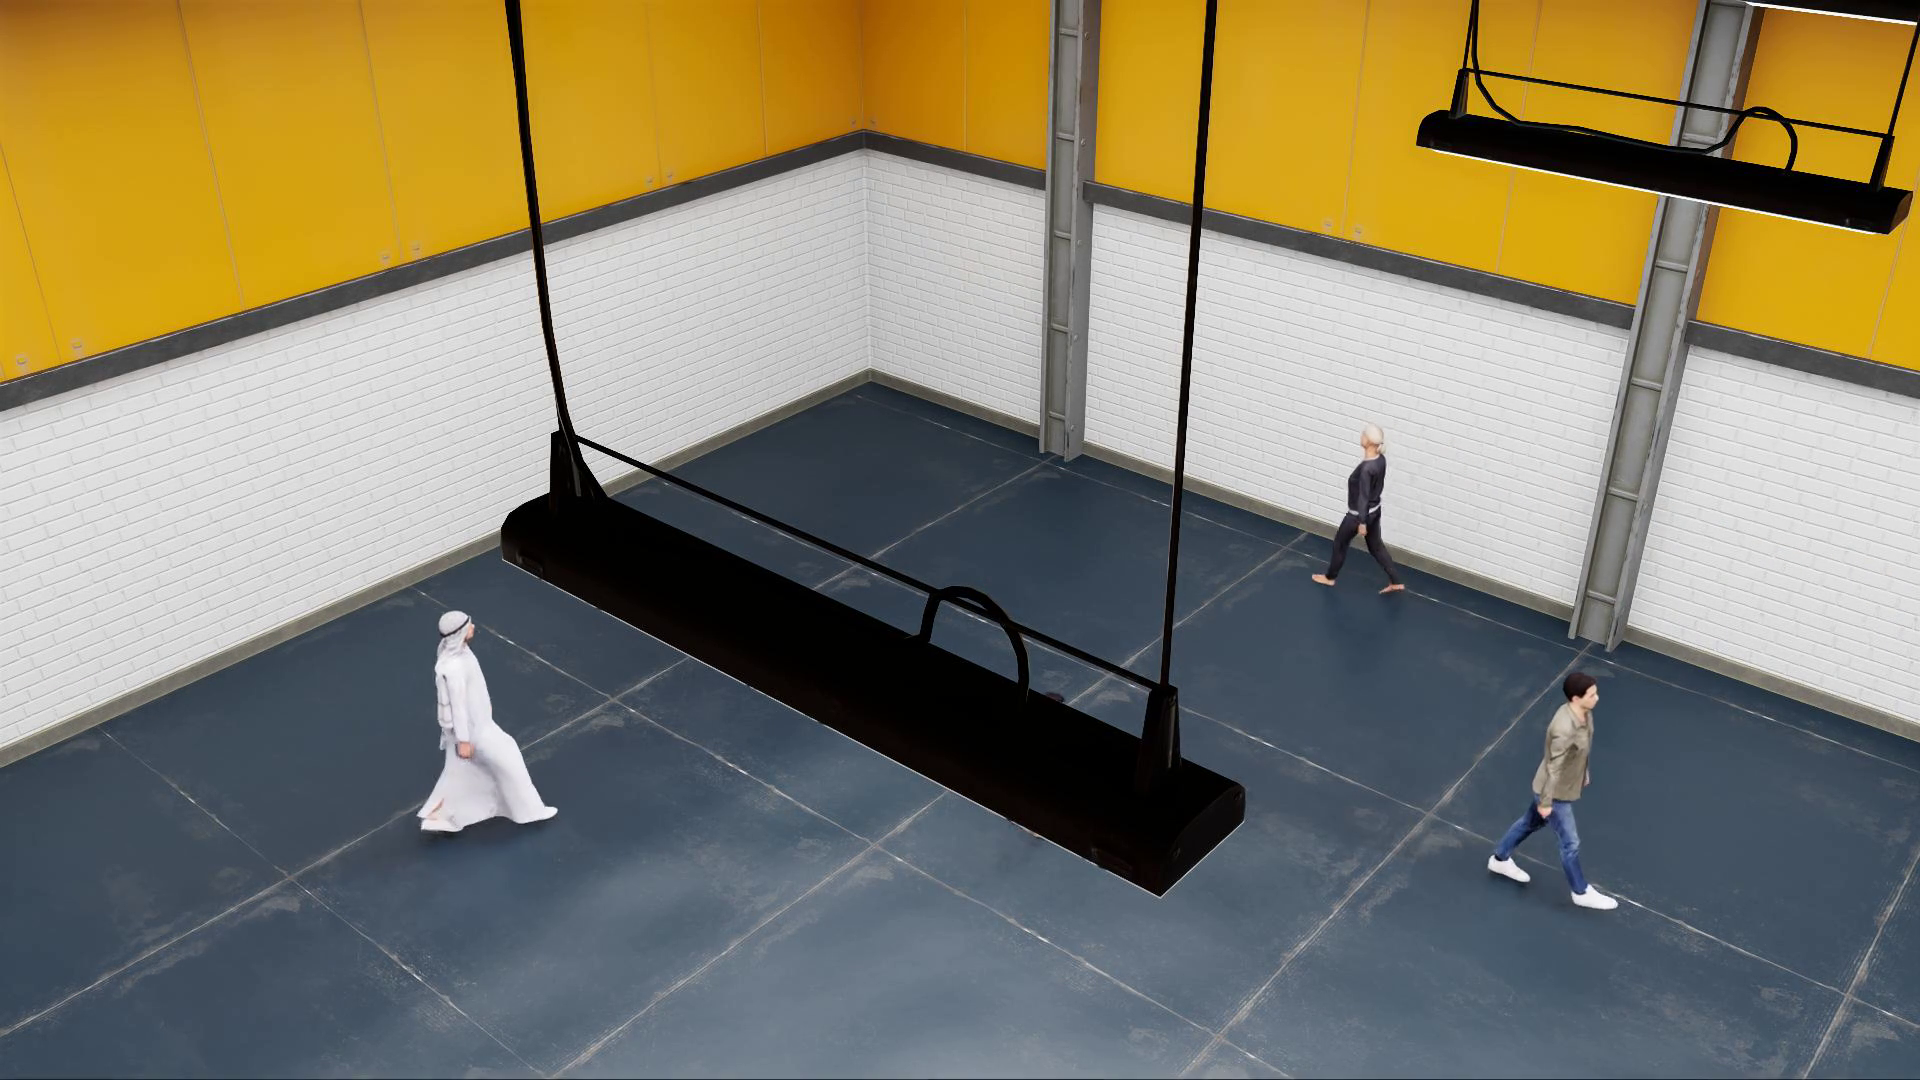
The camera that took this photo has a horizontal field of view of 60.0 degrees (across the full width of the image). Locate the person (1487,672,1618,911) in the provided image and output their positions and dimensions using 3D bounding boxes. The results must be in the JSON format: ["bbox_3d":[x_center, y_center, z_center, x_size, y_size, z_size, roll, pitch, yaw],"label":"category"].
[{"bbox_3d":[4.058,1.696,11.545,1.189,1.814,0.848,15,32,26],"label":"person"}]

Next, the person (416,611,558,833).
[{"bbox_3d":[-3.643,1.366,12.075,1.173,1.885,1.276,-9,30,-16],"label":"person"}]

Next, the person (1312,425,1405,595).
[{"bbox_3d":[3.786,-0.240,15.223,1.092,1.691,0.649,20,34,32],"label":"person"}]
